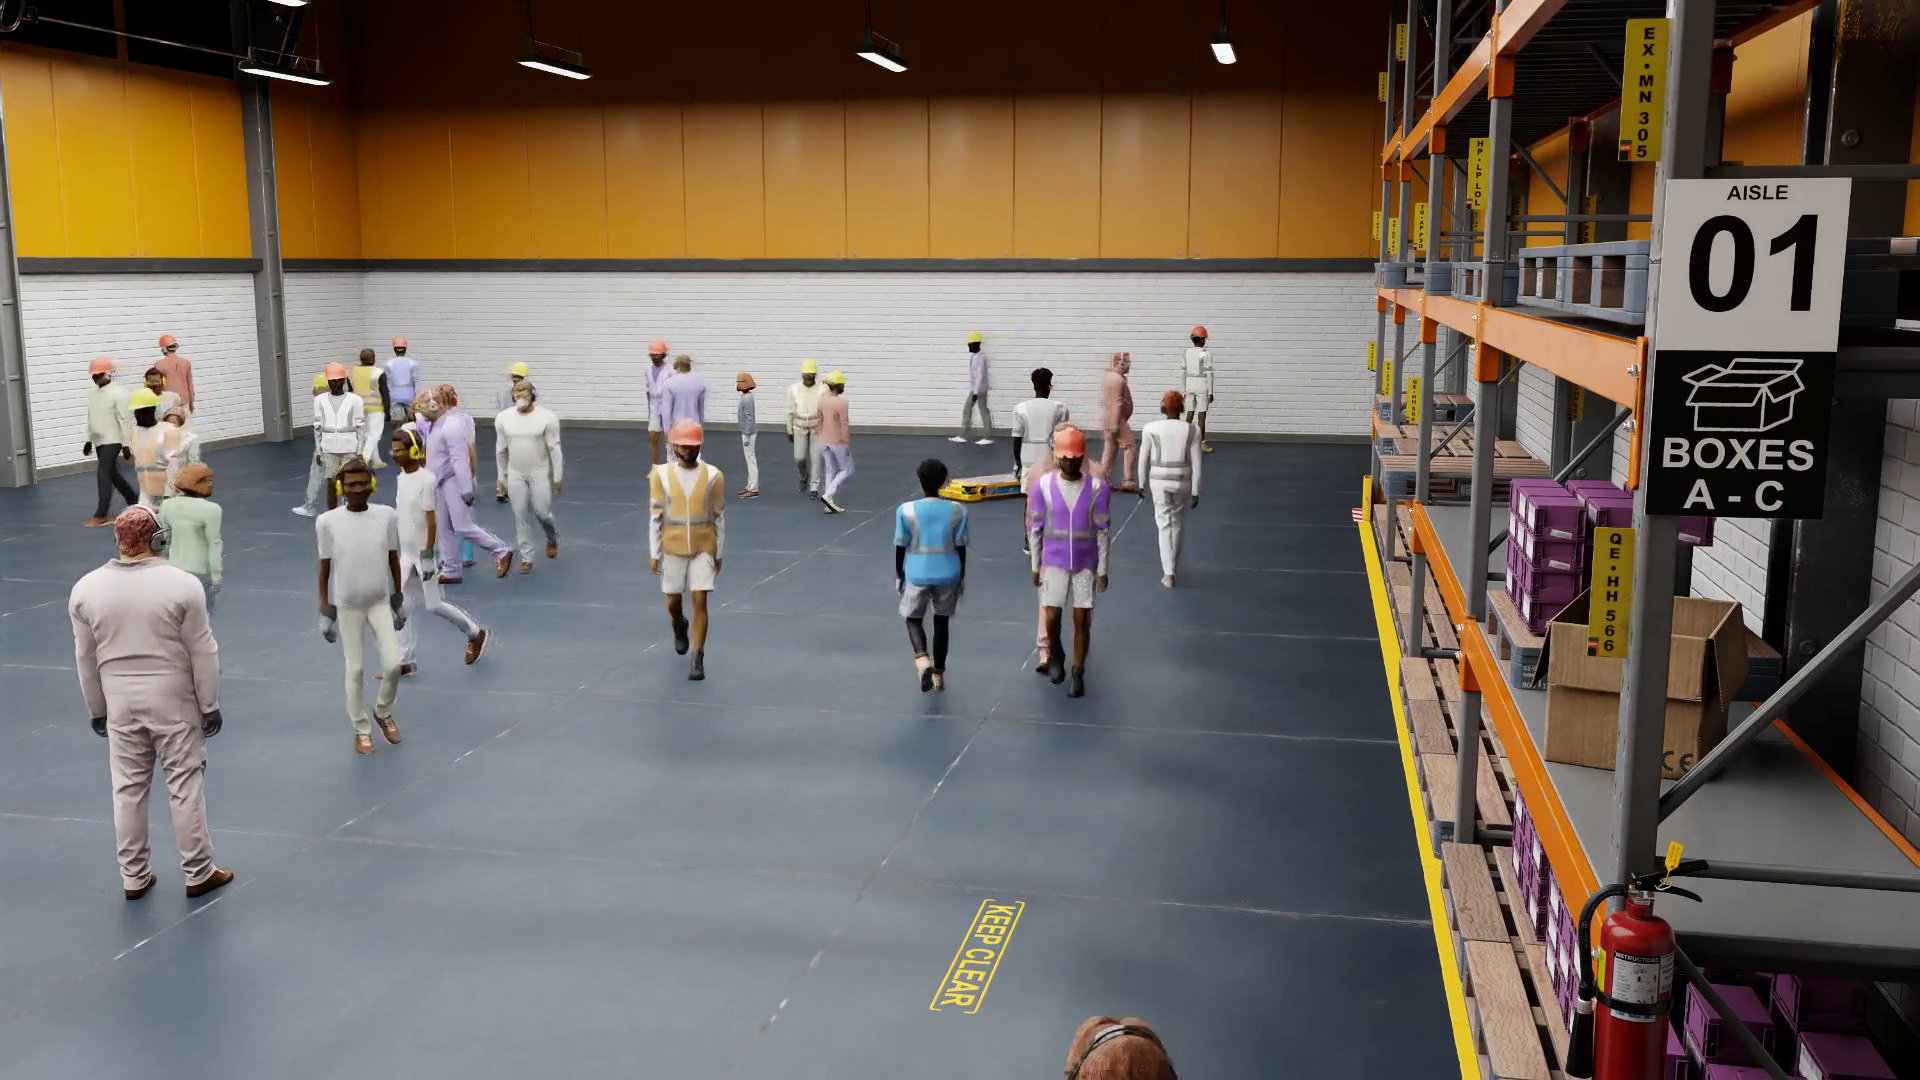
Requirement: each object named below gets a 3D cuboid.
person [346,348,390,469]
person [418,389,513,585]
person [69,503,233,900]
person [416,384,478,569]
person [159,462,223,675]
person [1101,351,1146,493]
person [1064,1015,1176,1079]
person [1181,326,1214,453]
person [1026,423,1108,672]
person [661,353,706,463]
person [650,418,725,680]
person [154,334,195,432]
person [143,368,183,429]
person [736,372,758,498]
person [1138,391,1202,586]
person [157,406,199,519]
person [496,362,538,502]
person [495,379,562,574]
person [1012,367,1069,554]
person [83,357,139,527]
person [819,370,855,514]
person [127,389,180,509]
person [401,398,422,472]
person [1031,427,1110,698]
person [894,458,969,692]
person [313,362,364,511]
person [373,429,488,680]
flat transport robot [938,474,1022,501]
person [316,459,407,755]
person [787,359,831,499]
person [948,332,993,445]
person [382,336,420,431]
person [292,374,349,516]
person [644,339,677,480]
[{"bbox_3d":[-8.678,-1.908,24.398,0.632,1.817,0.835,2,10,12],"label":"person"},{"bbox_3d":[-4.723,-0.505,15.776,0.720,1.869,0.681,-6,11,-32],"label":"person"},{"bbox_3d":[-3.846,0.774,7.952,0.640,1.910,0.407,0,9,-2],"label":"person"},{"bbox_3d":[-5.101,-0.628,16.580,0.564,1.846,0.389,-3,10,-16],"label":"person"},{"bbox_3d":[-5.609,0.244,12.057,0.528,1.605,0.505,2,10,15],"label":"person"},{"bbox_3d":[2.189,-1.552,22.062,0.743,1.880,0.658,-1,9,-3],"label":"person"},{"bbox_3d":[0.315,1.706,3.206,0.522,1.626,0.372,-1,9,-5],"label":"person"},{"bbox_3d":[3.833,-2.417,26.767,0.608,2.044,0.370,9,13,44],"label":"person"},{"bbox_3d":[0.806,0.027,12.612,0.642,1.868,0.982,2,10,13],"label":"person"},{"bbox_3d":[-3.557,-1.464,21.527,0.632,1.900,0.994,-6,11,-33],"label":"person"},{"bbox_3d":[-2.012,0.041,12.335,0.556,1.922,0.724,-2,10,-9],"label":"person"},{"bbox_3d":[-11.751,-2.073,24.855,0.394,1.992,0.622,5,11,27],"label":"person"},{"bbox_3d":[-9.389,-1.114,19.570,0.531,1.827,0.689,-5,11,-28],"label":"person"},{"bbox_3d":[-2.778,-1.365,21.657,0.285,1.634,0.499,-1,10,-9],"label":"person"},{"bbox_3d":[2.006,-0.520,15.978,0.580,1.823,1.012,0,9,-2],"label":"person"},{"bbox_3d":[-7.938,-0.555,16.821,0.557,1.611,0.379,1,9,4],"label":"person"},{"bbox_3d":[-5.679,-1.385,21.325,0.587,1.790,0.925,1,10,8],"label":"person"},{"bbox_3d":[-4.249,-0.644,16.479,0.647,1.922,0.622,0,9,0],"label":"person"},{"bbox_3d":[0.848,-0.819,17.381,0.608,1.963,0.374,1,10,7],"label":"person"},{"bbox_3d":[-9.983,-1.157,19.500,0.630,1.969,0.879,6,11,31],"label":"person"},{"bbox_3d":[-1.507,-1.177,20.150,0.401,1.750,0.547,-8,13,-41],"label":"person"},{"bbox_3d":[-7.553,-0.483,15.622,0.607,1.875,0.985,3,10,17],"label":"person"},{"bbox_3d":[-5.715,-0.714,17.778,0.506,1.627,0.283,1,9,3],"label":"person"},{"bbox_3d":[0.771,0.158,11.644,0.554,1.919,0.505,1,9,4],"label":"person"},{"bbox_3d":[-0.191,0.270,11.680,0.540,1.685,0.565,-1,10,-9],"label":"person"},{"bbox_3d":[-6.967,-1.022,18.683,0.544,1.939,0.354,-2,10,-9],"label":"person"},{"bbox_3d":[-3.947,0.084,12.320,0.519,1.849,0.822,8,12,40],"label":"person"},{"bbox_3d":[0.456,-0.701,21.755,1.431,0.197,0.652,-7,12,-38],"label":"flat transport robot"},{"bbox_3d":[-3.689,0.417,10.269,0.541,1.858,0.426,-6,11,-31],"label":"person"},{"bbox_3d":[-1.949,-1.446,21.588,0.596,1.821,0.511,0,9,1],"label":"person"},{"bbox_3d":[0.177,-2.529,27.869,0.858,1.893,0.620,-3,10,-15],"label":"person"},{"bbox_3d":[-8.690,-2.206,25.875,0.552,1.923,0.470,-4,10,-23],"label":"person"},{"bbox_3d":[-7.676,-1.125,19.987,0.755,1.717,0.496,3,10,15],"label":"person"},{"bbox_3d":[-4.158,-1.871,23.655,0.630,2.004,0.869,5,11,27],"label":"person"}]
